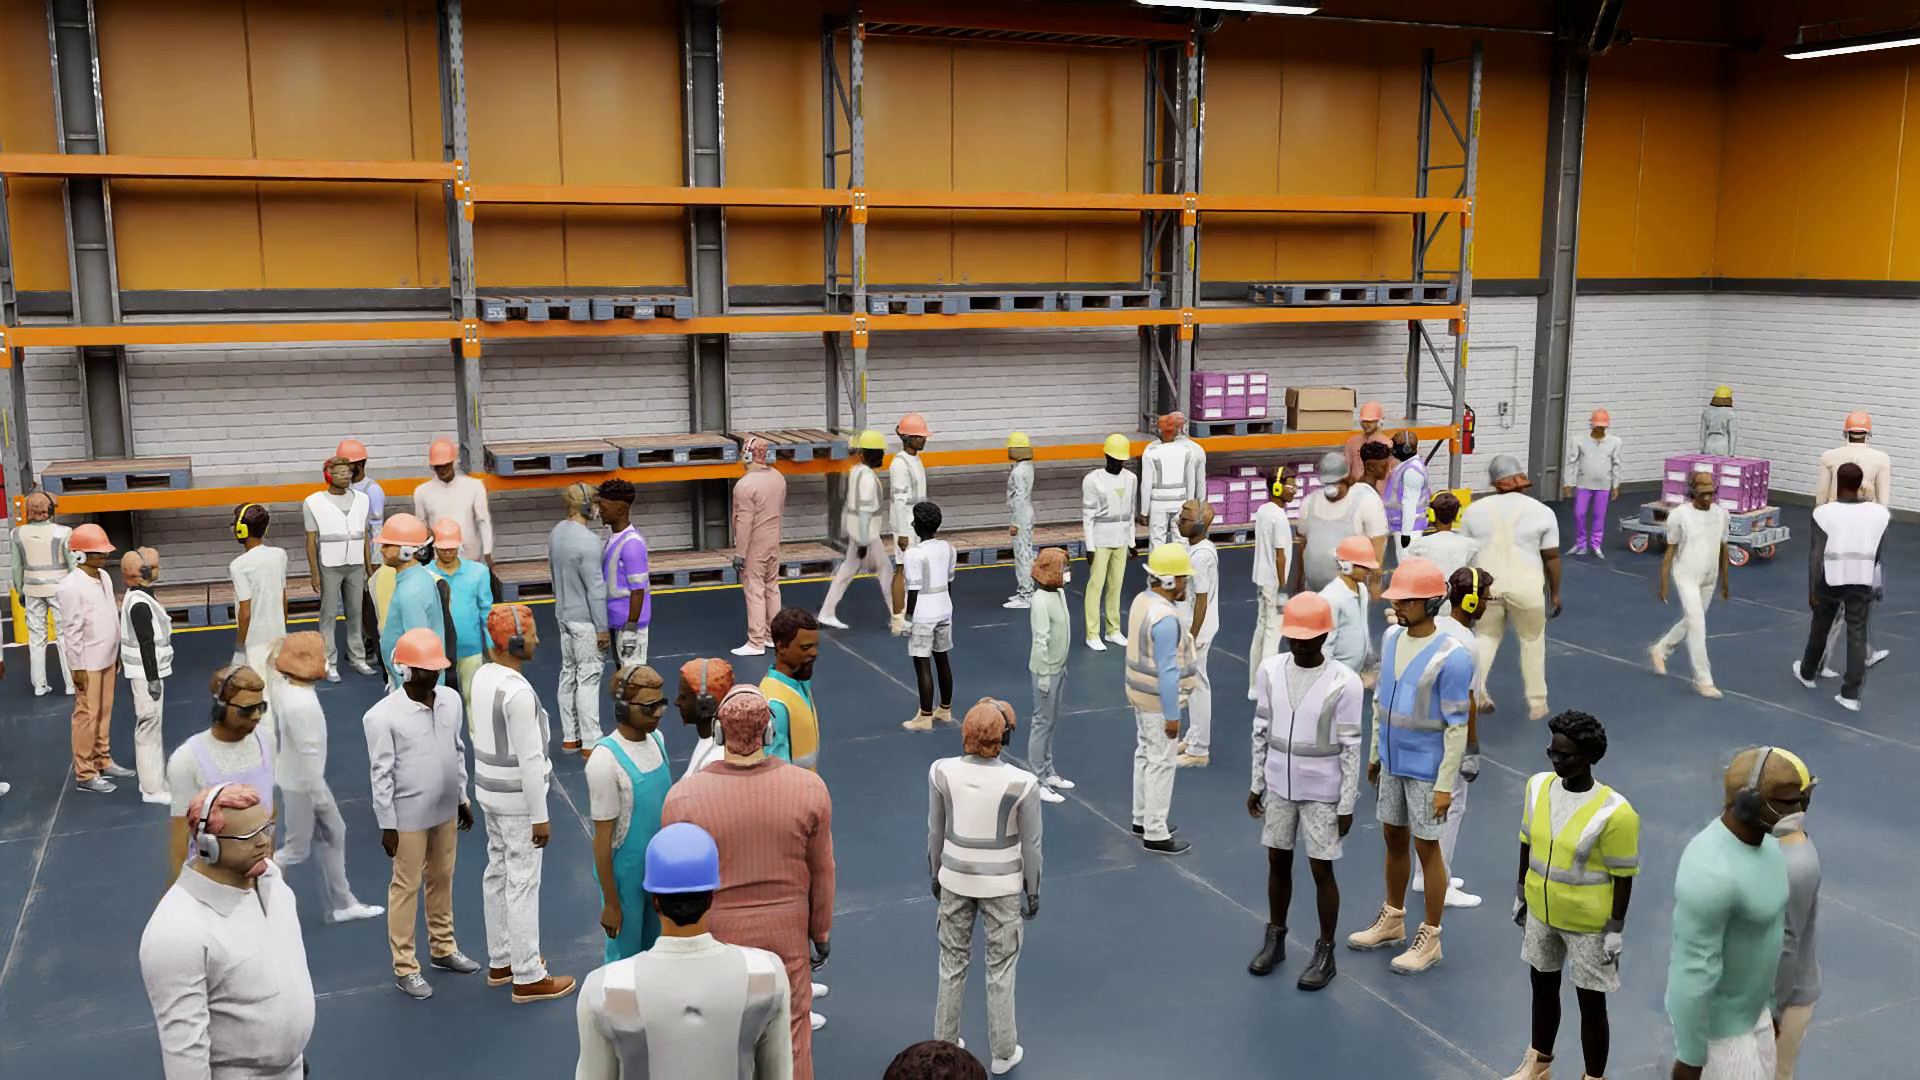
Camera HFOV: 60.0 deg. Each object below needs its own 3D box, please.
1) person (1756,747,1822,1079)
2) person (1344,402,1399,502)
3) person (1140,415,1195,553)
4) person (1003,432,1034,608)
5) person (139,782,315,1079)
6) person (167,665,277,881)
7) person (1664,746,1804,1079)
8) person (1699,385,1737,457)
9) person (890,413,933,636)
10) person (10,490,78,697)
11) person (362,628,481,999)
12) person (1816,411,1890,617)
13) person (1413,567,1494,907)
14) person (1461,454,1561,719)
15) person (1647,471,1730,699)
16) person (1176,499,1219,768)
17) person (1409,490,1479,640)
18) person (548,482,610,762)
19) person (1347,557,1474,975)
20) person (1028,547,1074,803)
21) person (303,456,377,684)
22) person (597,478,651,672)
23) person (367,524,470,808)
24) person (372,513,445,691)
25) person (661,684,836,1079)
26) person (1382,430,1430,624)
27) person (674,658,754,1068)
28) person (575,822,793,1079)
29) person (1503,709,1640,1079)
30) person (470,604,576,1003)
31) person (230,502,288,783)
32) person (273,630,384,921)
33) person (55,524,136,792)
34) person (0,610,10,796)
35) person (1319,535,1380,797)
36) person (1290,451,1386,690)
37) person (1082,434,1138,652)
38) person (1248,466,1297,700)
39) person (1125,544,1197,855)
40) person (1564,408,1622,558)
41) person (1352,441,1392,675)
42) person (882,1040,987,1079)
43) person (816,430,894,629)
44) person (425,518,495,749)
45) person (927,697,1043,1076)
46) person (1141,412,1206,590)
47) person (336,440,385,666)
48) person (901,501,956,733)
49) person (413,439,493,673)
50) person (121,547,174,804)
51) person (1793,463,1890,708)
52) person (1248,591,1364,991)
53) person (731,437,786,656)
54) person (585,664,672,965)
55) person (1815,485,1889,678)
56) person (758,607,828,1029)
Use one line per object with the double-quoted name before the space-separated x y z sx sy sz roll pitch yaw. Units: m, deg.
"person" 2.908 1.606 5.994 0.342 1.752 0.534 4 11 21
"person" 4.134 -0.420 17.009 0.811 1.968 0.610 -9 14 -43
"person" 2.073 -0.314 16.669 0.573 1.887 0.356 -3 10 -16
"person" 0.575 -0.202 16.435 0.301 1.742 0.493 2 10 12
"person" -2.206 1.672 5.167 0.408 1.906 0.653 1 10 4
"person" -3.027 1.413 6.894 0.590 1.815 0.560 7 12 35
"person" 2.508 1.599 5.570 0.529 1.919 0.633 8 13 38
"person" 10.053 -1.179 22.059 0.314 1.744 0.487 -8 13 -38
"person" -0.438 -0.139 15.206 0.394 2.042 0.611 2 10 12
"person" -7.167 0.430 13.093 0.522 1.639 0.305 -1 10 -3
"person" -2.539 1.273 7.908 0.331 1.749 0.563 5 11 27
"person" 8.505 -0.232 15.877 0.613 1.997 0.374 5 11 28
"person" 2.647 1.052 8.903 0.349 1.856 0.526 -2 10 -10
"person" 4.115 0.339 12.457 0.739 2.000 0.731 6 11 30
"person" 5.855 0.312 13.353 0.533 1.801 0.881 -2 10 -9
"person" 1.589 0.630 11.346 0.345 1.847 0.508 1 10 7
"person" 3.349 0.582 11.585 0.510 1.861 0.314 0 10 0
"person" -2.601 0.559 11.490 0.372 1.938 0.630 -8 13 -39
"person" 2.201 1.090 8.127 0.373 2.044 0.606 -5 11 -25
"person" 0.585 0.850 10.686 0.276 1.633 0.507 3 10 16
"person" -5.080 0.229 13.641 0.390 1.850 0.565 8 13 39
"person" -2.321 0.545 11.487 0.367 1.967 0.603 -4 11 -22
"person" -3.363 0.802 10.368 0.633 1.842 0.429 5 11 28
"person" -3.209 0.827 9.774 0.374 1.997 0.614 -3 10 -15
"person" -0.791 1.480 6.275 0.643 1.909 0.410 -2 10 -14
"person" 4.218 -0.128 15.768 0.431 1.835 0.623 2 10 10
"person" -0.996 1.398 6.807 0.340 1.882 0.586 -1 10 -7
"person" -0.766 1.744 4.674 0.624 1.935 0.413 -4 11 -21
"person" 2.455 1.509 6.708 0.317 1.695 0.540 -6 11 -31
"person" -2.082 1.226 7.811 0.355 1.882 0.575 -8 13 -38
"person" -4.631 0.679 10.994 0.324 1.871 0.526 2 10 13
"person" -3.420 1.250 8.487 0.775 1.599 0.499 -4 11 -24
"person" -5.639 0.757 10.879 0.342 1.749 0.569 -1 10 -4
"person" -6.371 0.739 10.507 0.591 1.919 0.390 -4 11 -22
"person" 2.422 0.824 10.539 0.418 1.740 0.584 7 12 33
"person" 2.966 0.241 13.022 0.732 2.000 0.704 8 12 37
"person" 1.342 0.014 14.692 0.587 1.916 0.392 -7 12 -34
"person" 2.431 0.357 12.868 0.331 1.866 0.513 -2 10 -9
"person" 1.176 0.921 9.734 0.403 1.823 0.609 -1 10 -8
"person" 7.252 -0.654 19.058 0.587 1.737 0.448 2 10 14
"person" 3.376 0.142 13.850 0.370 1.958 0.598 2 10 12
"person" 0.014 1.957 3.505 0.390 1.914 0.587 1 10 6
"person" -0.879 -0.088 15.416 0.996 1.879 0.589 -3 10 -18
"person" -3.408 0.710 11.166 0.570 1.745 0.339 -4 11 -22
"person" 0.099 1.478 7.080 0.519 1.633 0.313 4 10 19
"person" 2.163 -0.353 16.884 0.654 1.893 0.401 0 10 2
"person" -5.099 0.106 14.130 0.546 1.928 0.385 9 13 42
"person" -0.239 0.560 12.176 0.316 1.695 0.541 7 12 36
"person" -4.305 0.090 14.162 0.616 1.956 0.968 -3 10 -18
"person" -5.170 0.858 10.606 0.305 1.645 0.522 -5 11 -28
"person" 6.913 0.326 13.050 0.577 1.858 0.982 2 10 11
"person" 1.629 1.183 7.930 0.548 1.929 0.388 8 13 39
"person" -1.782 0.054 14.490 0.407 1.908 0.641 4 11 24
"person" -1.339 1.408 6.870 0.327 1.842 0.514 3 10 17
"person" 7.408 0.346 13.704 0.859 1.590 0.528 -1 10 -7
"person" -0.804 1.246 7.594 0.396 1.917 0.590 0 10 0
